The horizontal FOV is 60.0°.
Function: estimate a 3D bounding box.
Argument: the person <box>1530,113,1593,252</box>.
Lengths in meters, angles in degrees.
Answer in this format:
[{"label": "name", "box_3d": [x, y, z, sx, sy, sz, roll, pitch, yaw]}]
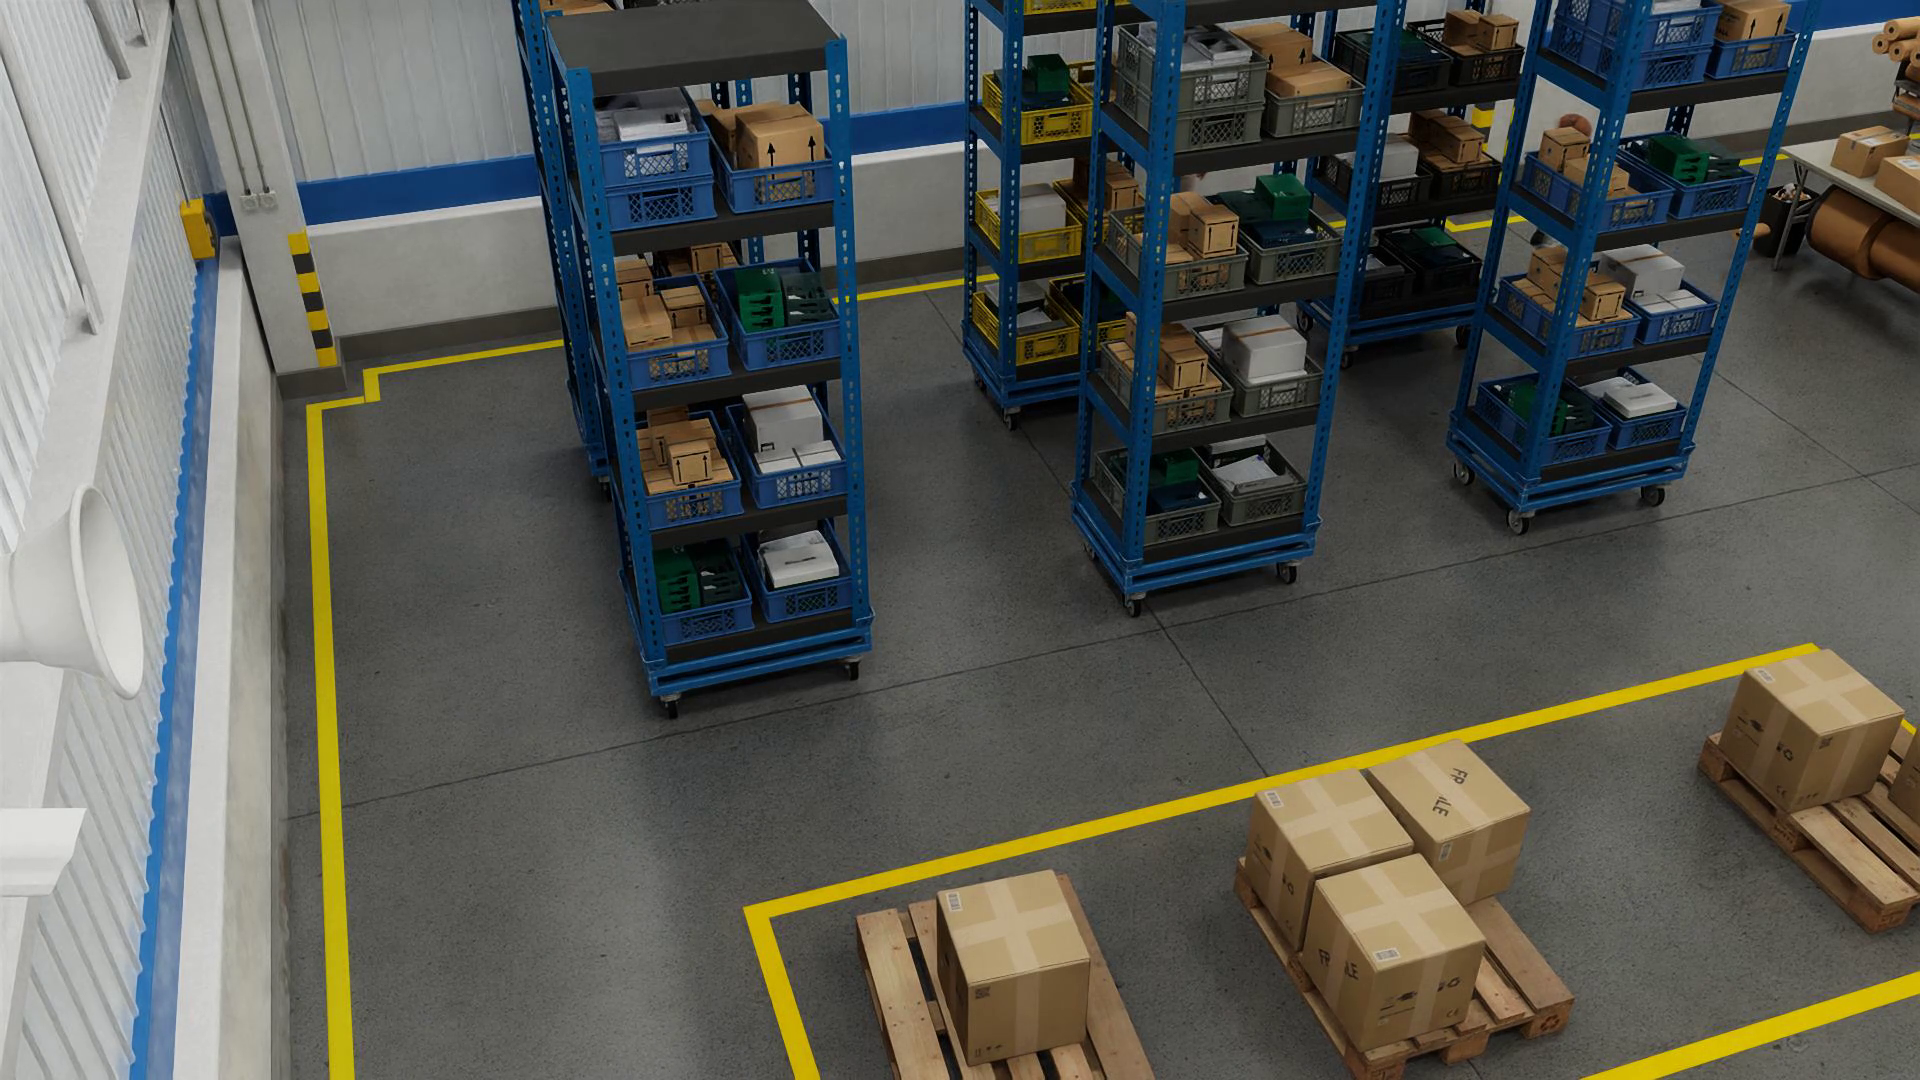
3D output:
[{"label": "person", "box_3d": [4.345, -2.308, 12.122, 0.309, 1.643, 0.513, 27, 43, 33]}]

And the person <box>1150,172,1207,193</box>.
[{"label": "person", "box_3d": [1.648, -2.851, 12.590, 0.623, 1.992, 0.391, -27, 43, -33]}]
